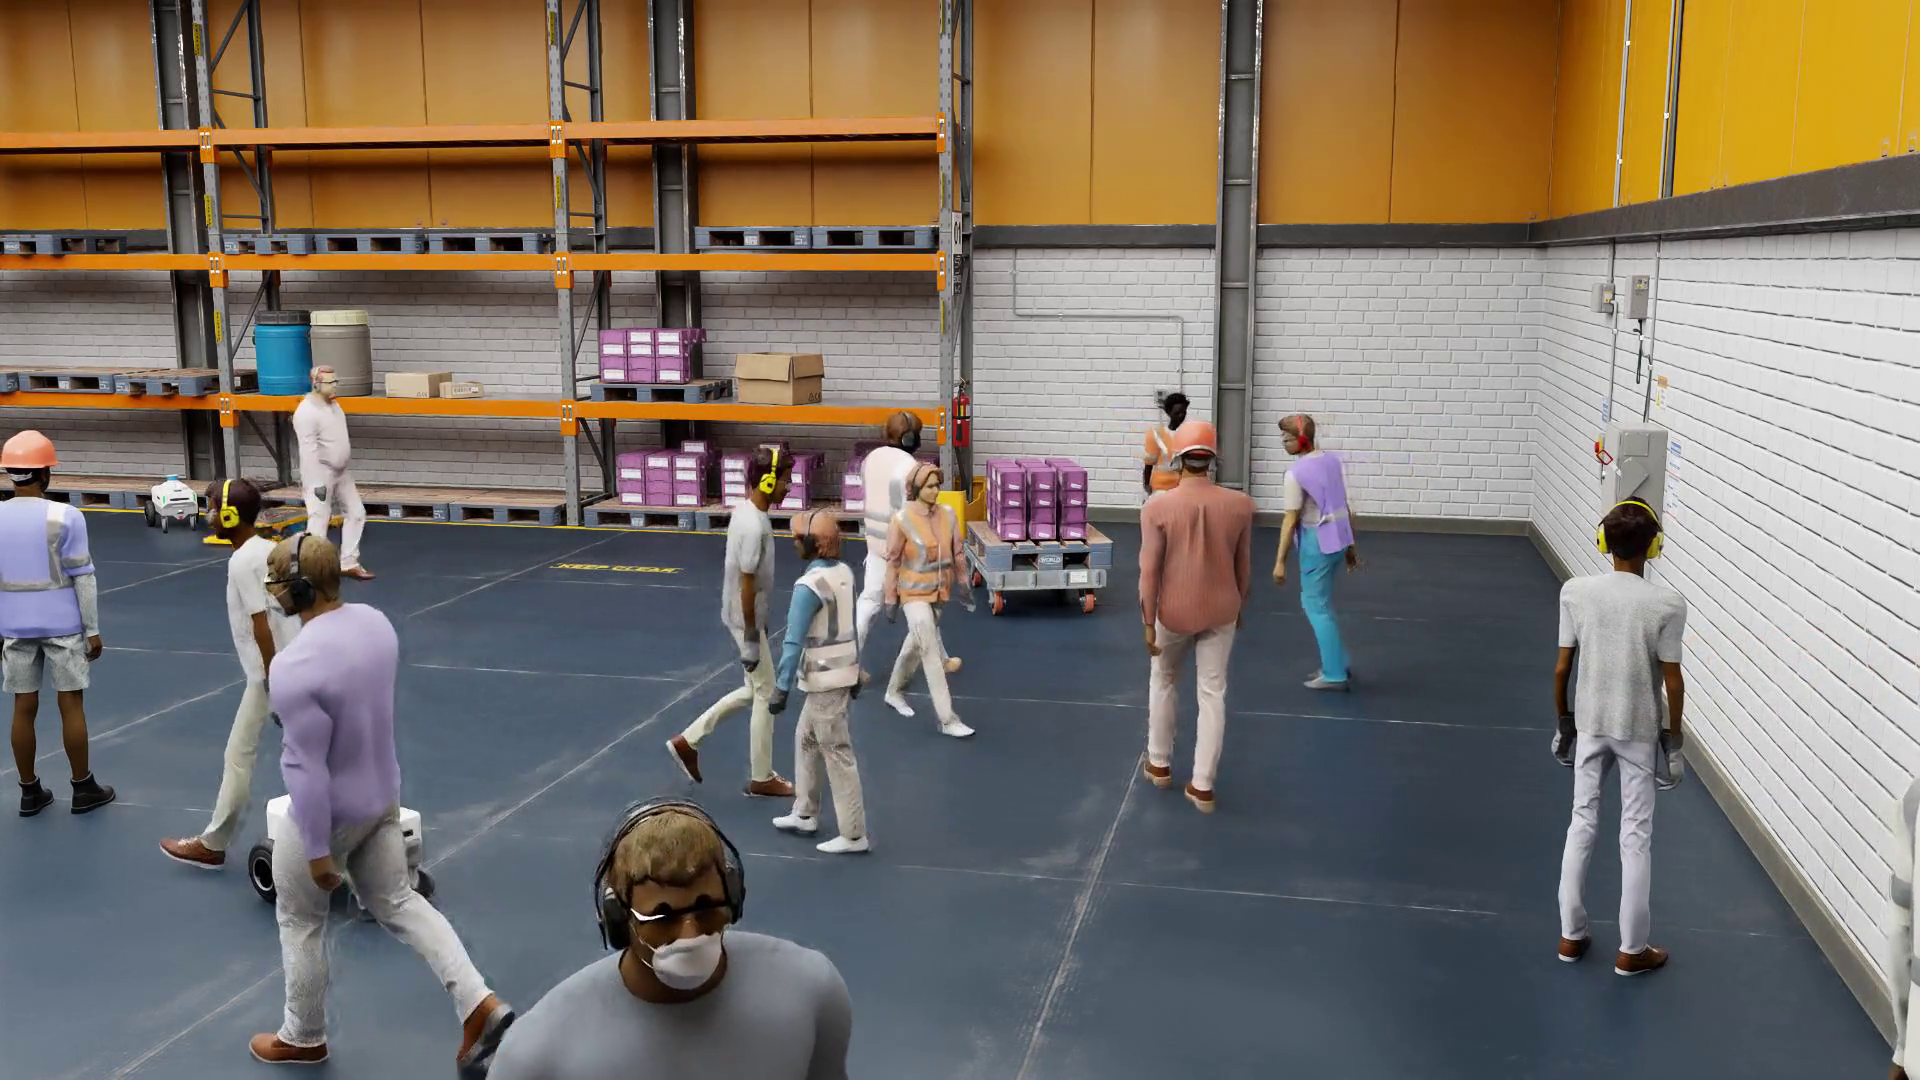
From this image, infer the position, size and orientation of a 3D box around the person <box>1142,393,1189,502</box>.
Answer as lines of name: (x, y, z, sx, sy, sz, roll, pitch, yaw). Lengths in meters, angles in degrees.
person: (1.836, -0.433, 14.220, 0.544, 1.651, 0.852, -3, 10, -16)

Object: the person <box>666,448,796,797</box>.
person: (-1.149, 0.437, 8.510, 0.654, 1.841, 0.569, -2, 10, -10)

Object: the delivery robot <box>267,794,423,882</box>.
delivery robot: (-2.668, 1.252, 7.207, 0.707, 0.478, 0.477, 6, 12, 33)

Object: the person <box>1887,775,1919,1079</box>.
person: (2.244, 1.171, 3.567, 0.384, 2.040, 0.632, 0, 10, -1)

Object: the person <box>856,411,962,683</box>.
person: (-0.441, 0.048, 10.941, 0.942, 1.804, 0.625, -8, 13, -40)

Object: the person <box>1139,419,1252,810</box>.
person: (1.193, 0.354, 8.620, 0.619, 1.961, 0.809, -1, 10, -4)

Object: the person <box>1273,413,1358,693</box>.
person: (2.288, 0.088, 10.675, 0.513, 1.800, 0.597, 7, 12, 37)

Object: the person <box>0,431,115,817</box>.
person: (-4.577, 0.422, 8.309, 0.545, 1.938, 0.355, -1, 10, -6)

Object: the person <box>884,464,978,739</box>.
person: (-0.207, 0.333, 9.866, 0.895, 1.591, 0.518, 9, 13, 43)

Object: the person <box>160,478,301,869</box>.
person: (-3.130, 0.626, 7.502, 1.018, 1.807, 0.552, 0, 10, 1)

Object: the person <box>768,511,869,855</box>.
person: (-0.715, 0.670, 7.781, 0.677, 1.614, 0.532, 3, 10, 15)

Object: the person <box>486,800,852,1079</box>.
person: (-0.498, 1.343, 2.902, 0.633, 1.925, 0.702, -5, 11, -30)

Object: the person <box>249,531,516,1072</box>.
person: (-1.997, 0.905, 5.576, 0.932, 1.907, 0.640, 3, 10, 16)

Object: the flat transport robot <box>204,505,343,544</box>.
flat transport robot: (-6.864, -0.159, 16.680, 0.652, 0.197, 1.431, 2, 10, 9)

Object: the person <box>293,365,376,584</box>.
person: (-5.315, -0.543, 14.179, 0.664, 1.883, 0.668, 1, 10, 8)

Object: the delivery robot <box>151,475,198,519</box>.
delivery robot: (-8.120, -0.433, 17.184, 0.477, 0.478, 0.707, -6, 12, -33)

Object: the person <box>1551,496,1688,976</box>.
person: (2.575, 0.759, 6.500, 0.521, 1.876, 0.325, 8, 12, 40)
